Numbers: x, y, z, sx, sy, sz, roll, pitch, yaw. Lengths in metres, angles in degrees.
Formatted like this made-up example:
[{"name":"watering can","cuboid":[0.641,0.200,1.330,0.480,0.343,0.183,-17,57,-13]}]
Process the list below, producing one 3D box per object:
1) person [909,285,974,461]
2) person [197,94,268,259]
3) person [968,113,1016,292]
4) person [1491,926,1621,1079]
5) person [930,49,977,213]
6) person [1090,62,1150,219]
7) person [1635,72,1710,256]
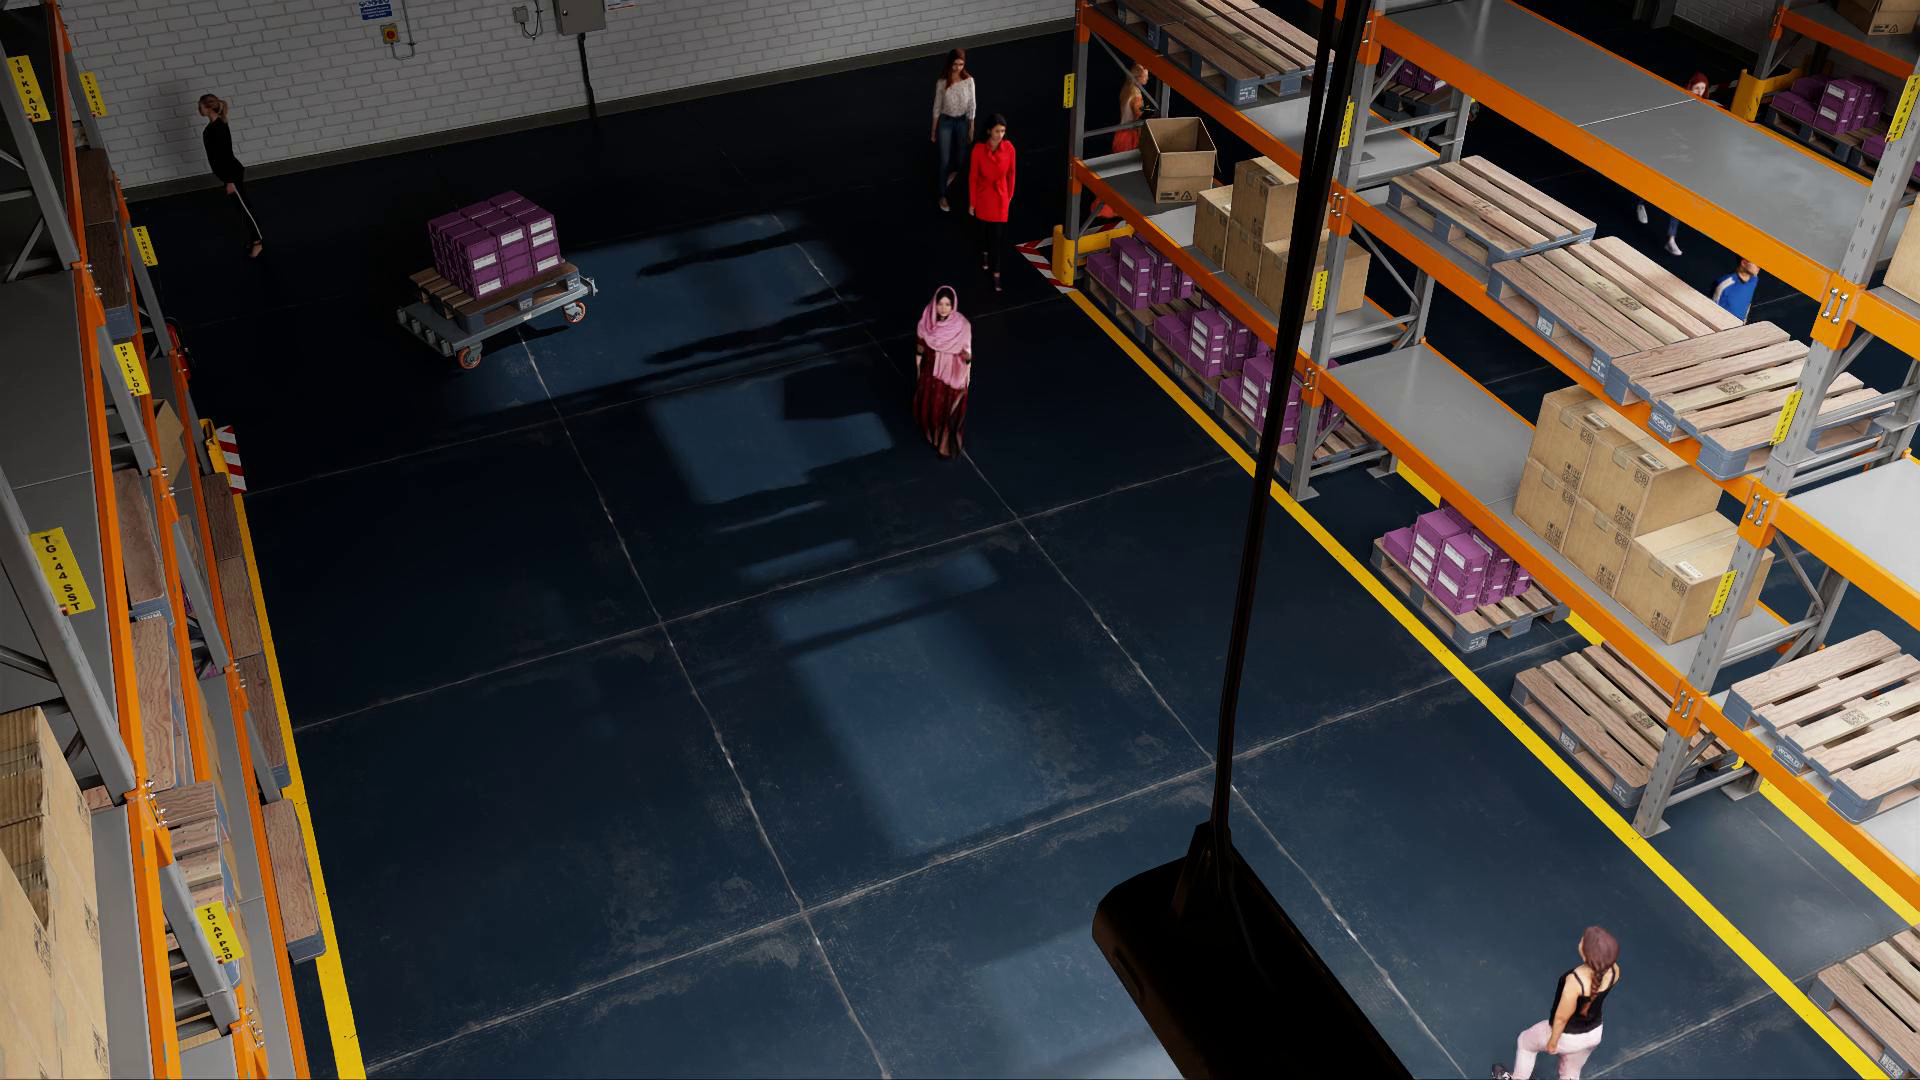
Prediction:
[{"name":"person","cuboid":[-0.136,-1.423,13.747,0.813,1.644,0.846,4,39,5]},{"name":"person","cuboid":[-7.174,-3.592,16.413,0.691,1.706,0.499,-12,40,-15]},{"name":"person","cuboid":[0.278,-3.327,16.083,0.877,1.703,1.142,-2,39,-2]},{"name":"person","cuboid":[3.261,2.629,8.752,0.579,1.545,0.739,-9,40,-11]},{"name":"person","cuboid":[-0.064,-4.344,17.355,0.836,1.706,1.032,0,39,1]},{"name":"person","cuboid":[1.601,-4.005,16.885,0.969,1.763,1.078,-5,39,-6]},{"name":"person","cuboid":[7.136,-3.851,16.715,0.912,1.734,1.317,-3,39,-4]}]
